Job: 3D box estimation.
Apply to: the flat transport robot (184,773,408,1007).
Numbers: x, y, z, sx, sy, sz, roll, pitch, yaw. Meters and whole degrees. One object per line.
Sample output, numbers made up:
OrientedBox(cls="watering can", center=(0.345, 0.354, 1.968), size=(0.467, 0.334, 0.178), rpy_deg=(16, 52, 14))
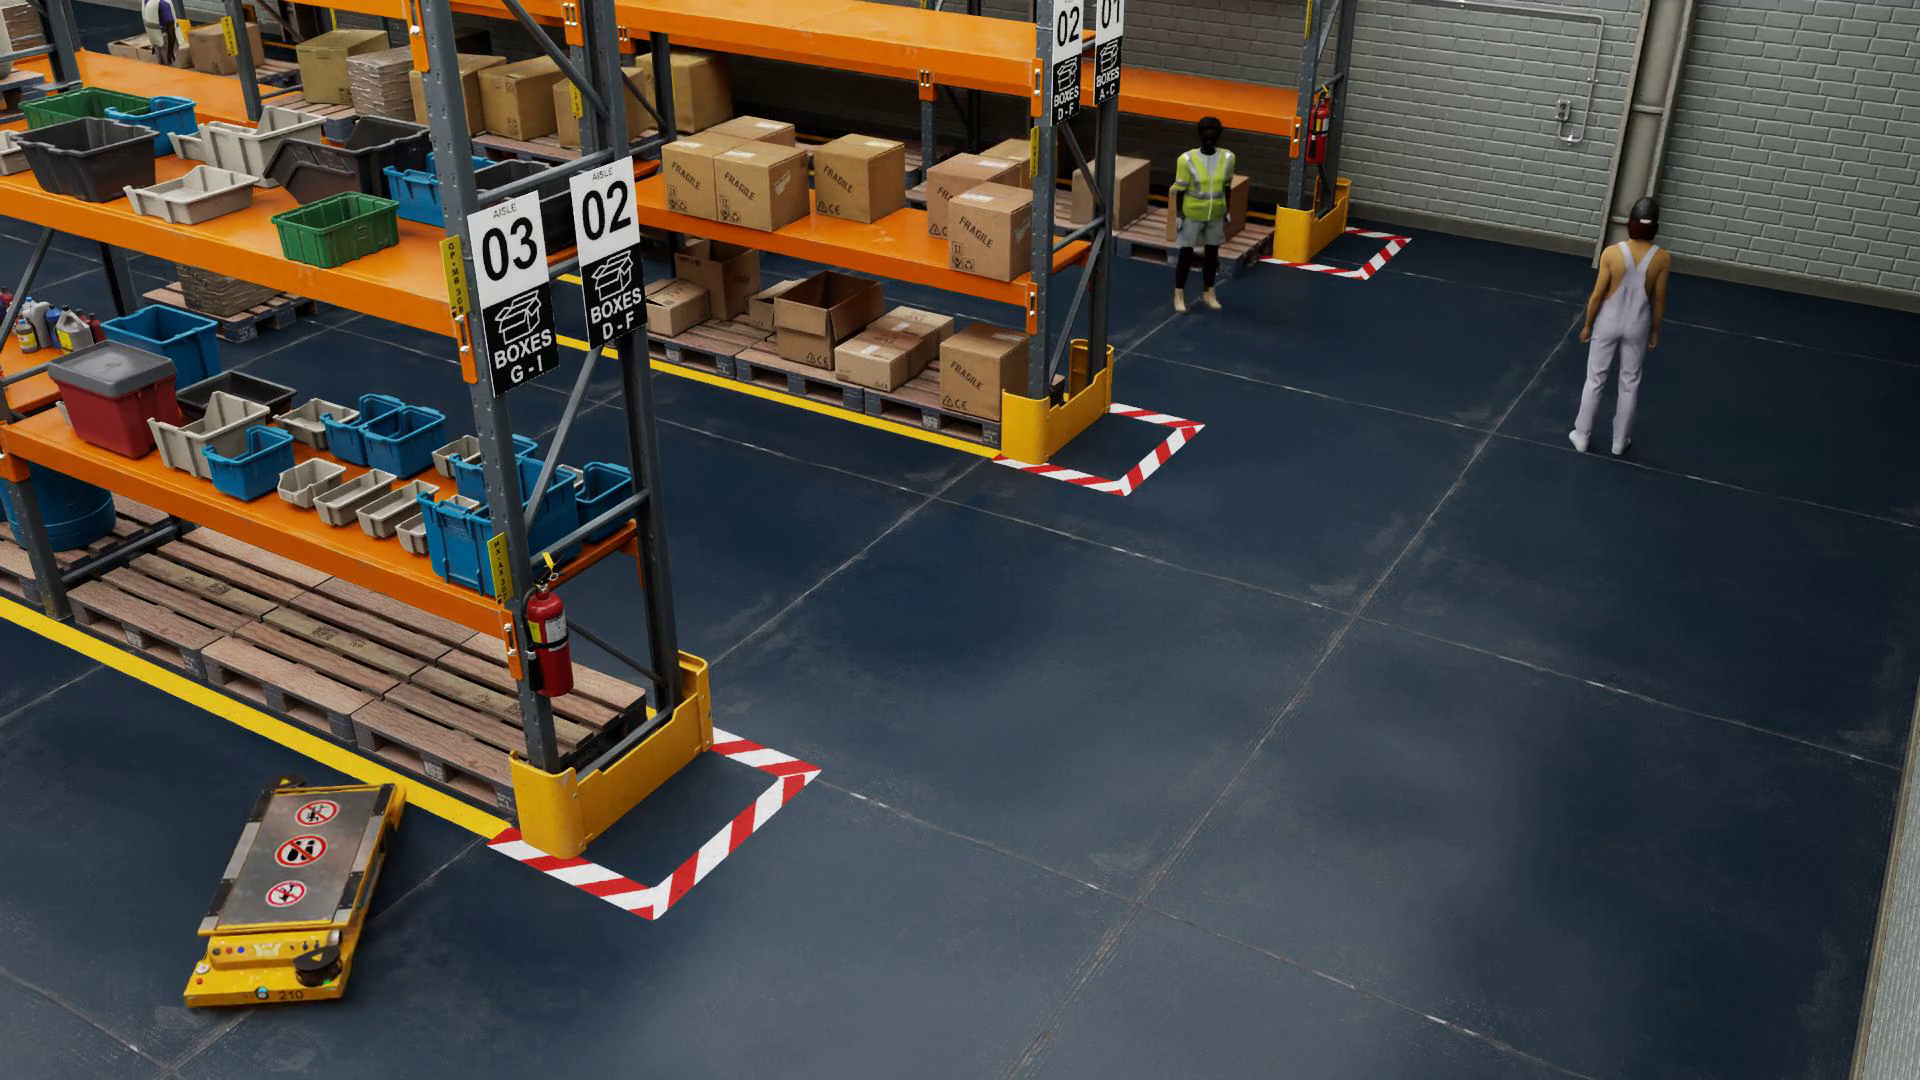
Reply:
OrientedBox(cls="flat transport robot", center=(-3.071, 1.592, 7.777), size=(0.659, 0.231, 1.431), rpy_deg=(-2, 29, -4))

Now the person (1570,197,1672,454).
OrientedBox(cls="person", center=(4.656, -1.510, 11.704), size=(0.535, 1.860, 0.387), rpy_deg=(7, 30, 13))

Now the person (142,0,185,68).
OrientedBox(cls="person", center=(-9.217, -5.732, 19.302), size=(0.390, 1.843, 0.565), rpy_deg=(-24, 37, -36))

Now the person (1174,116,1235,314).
OrientedBox(cls="person", center=(2.061, -2.756, 14.118), size=(0.545, 1.691, 0.318), rpy_deg=(-7, 30, -13))
